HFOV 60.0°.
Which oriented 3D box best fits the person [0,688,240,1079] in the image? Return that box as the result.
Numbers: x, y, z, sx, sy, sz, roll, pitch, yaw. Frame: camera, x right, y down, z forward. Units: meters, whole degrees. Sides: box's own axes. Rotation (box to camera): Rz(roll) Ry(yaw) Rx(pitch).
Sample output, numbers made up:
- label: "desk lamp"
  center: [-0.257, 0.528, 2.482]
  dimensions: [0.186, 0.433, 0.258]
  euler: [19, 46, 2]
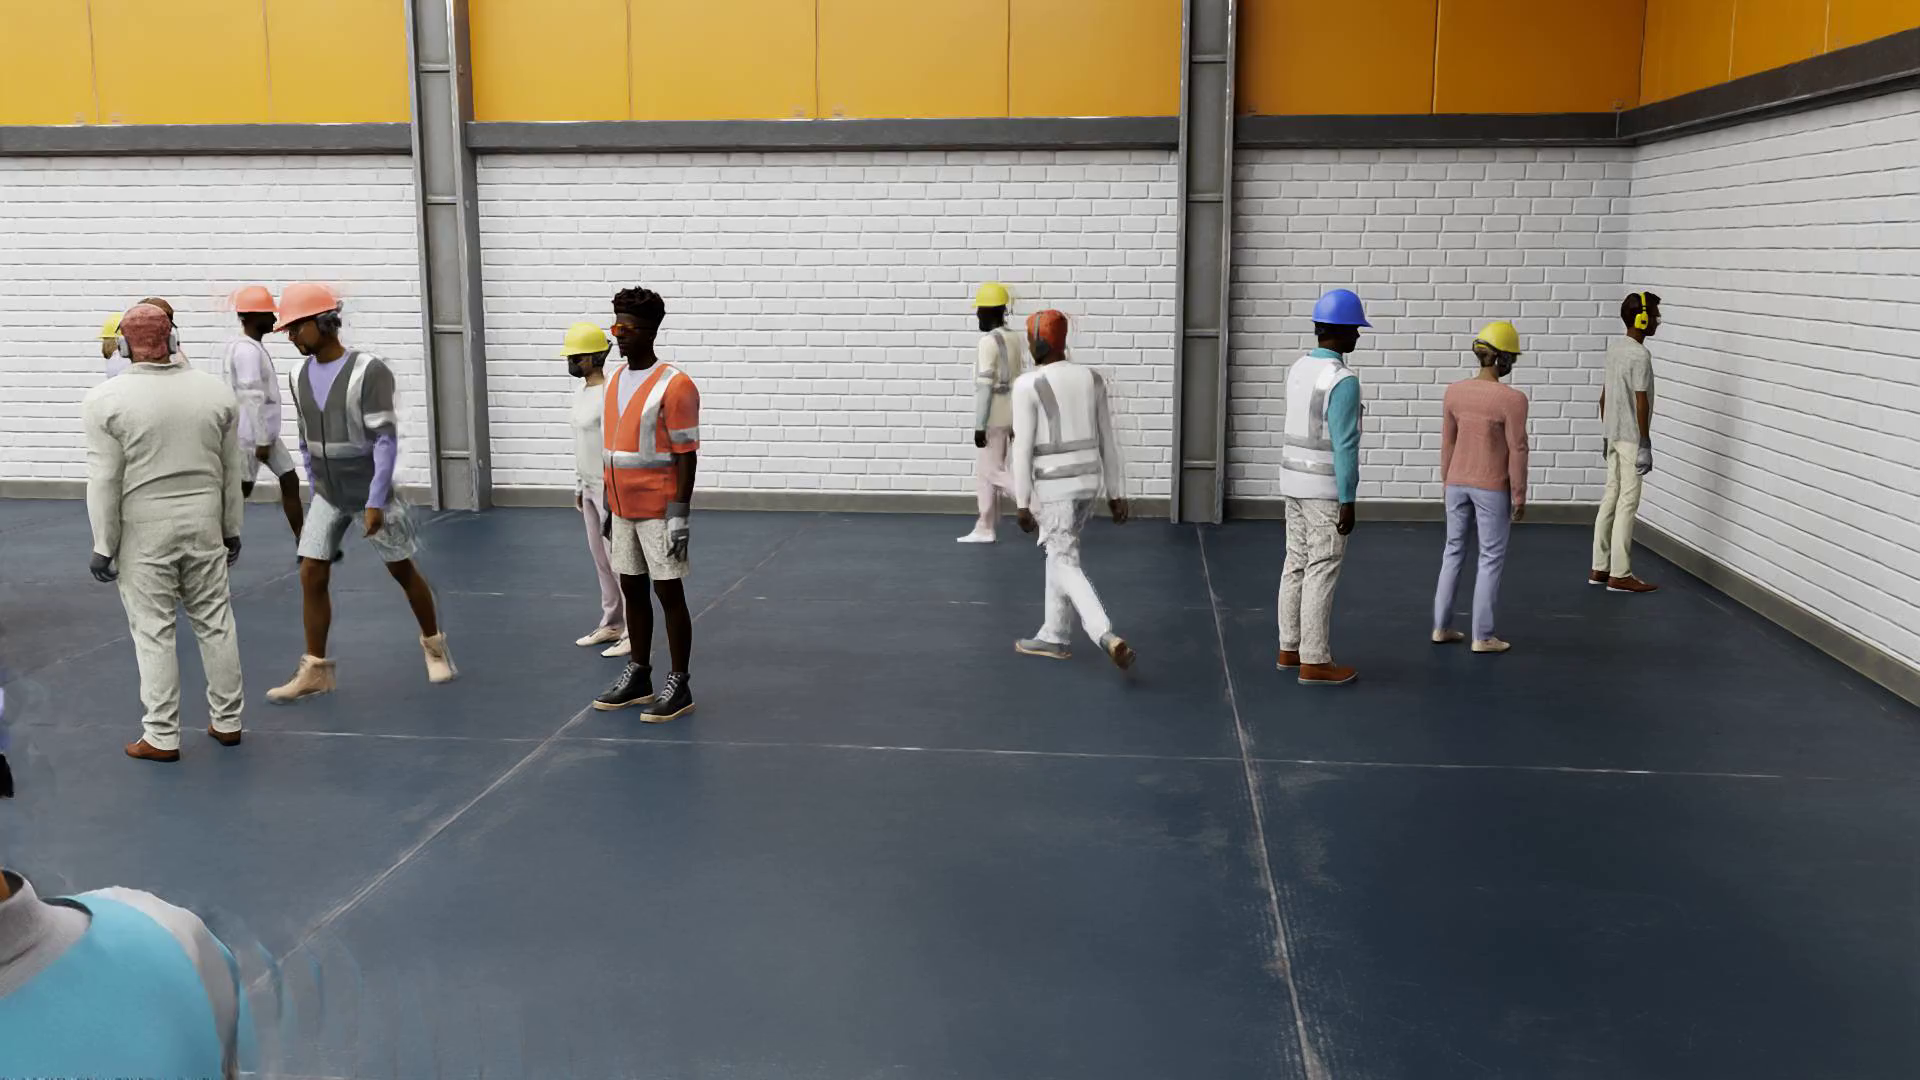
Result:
- label: "person"
  center: [-0.812, 0.948, 1.310]
  dimensions: [0.515, 1.920, 0.628]
  euler: [-1, 10, -4]

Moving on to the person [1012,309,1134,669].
- label: "person"
  center: [0.589, -0.241, 8.386]
  dimensions: [0.620, 1.845, 0.850]
  euler: [-8, 13, -39]

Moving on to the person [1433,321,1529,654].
- label: "person"
  center: [2.778, -0.273, 8.809]
  dimensions: [0.342, 1.754, 0.531]
  euler: [-7, 12, -36]

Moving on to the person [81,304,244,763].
- label: "person"
  center: [-3.334, -0.030, 6.974]
  dimensions: [0.400, 1.905, 0.645]
  euler: [8, 13, 38]

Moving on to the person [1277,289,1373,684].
- label: "person"
  center: [1.797, -0.257, 8.195]
  dimensions: [0.418, 1.939, 0.601]
  euler: [-3, 10, -16]

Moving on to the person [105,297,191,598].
- label: "person"
  center: [-4.908, -0.564, 10.221]
  dimensions: [0.430, 1.841, 0.624]
  euler: [2, 10, 10]

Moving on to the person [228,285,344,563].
- label: "person"
  center: [-4.731, -0.747, 11.102]
  dimensions: [0.983, 1.898, 0.553]
  euler: [-3, 10, -16]

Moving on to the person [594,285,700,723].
- label: "person"
  center: [-1.432, -0.163, 7.555]
  dimensions: [0.609, 1.966, 0.364]
  euler: [8, 13, 39]

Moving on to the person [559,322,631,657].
- label: "person"
  center: [-1.903, -0.264, 8.749]
  dimensions: [0.365, 1.758, 0.526]
  euler: [-7, 12, -34]

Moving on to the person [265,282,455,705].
- label: "person"
  center: [-2.869, -0.232, 7.950]
  dimensions: [0.634, 1.992, 0.870]
  euler: [4, 11, 20]

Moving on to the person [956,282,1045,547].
- label: "person"
  center: [0.347, -0.879, 11.854]
  dimensions: [0.786, 1.914, 0.586]
  euler: [3, 10, 19]

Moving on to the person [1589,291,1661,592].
- label: "person"
  center: [4.191, -0.613, 10.413]
  dimensions: [0.314, 1.869, 0.537]
  euler: [-1, 10, -5]
